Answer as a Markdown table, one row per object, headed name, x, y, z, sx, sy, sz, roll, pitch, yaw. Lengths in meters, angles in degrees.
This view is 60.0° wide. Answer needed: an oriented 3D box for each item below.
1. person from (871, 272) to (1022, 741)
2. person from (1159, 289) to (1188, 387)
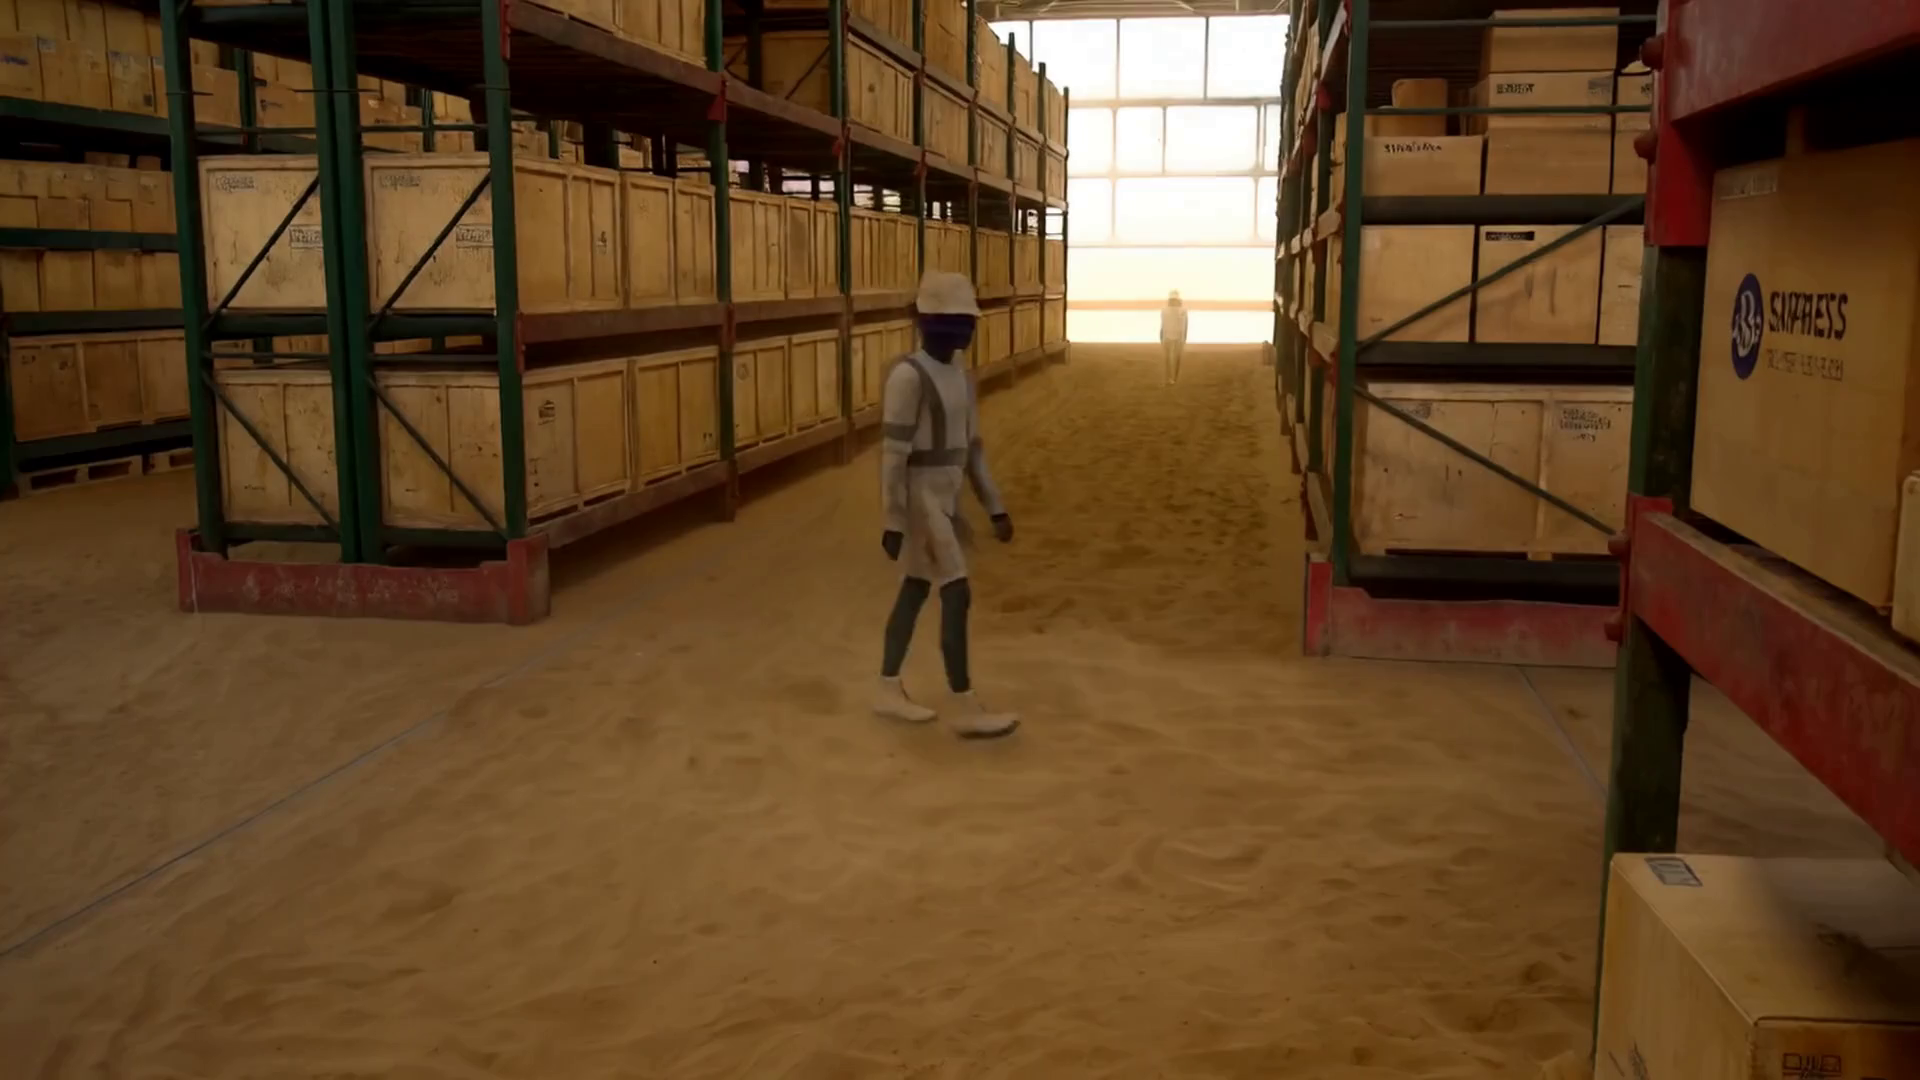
| name | x | y | z | sx | sy | sz | roll | pitch | yaw |
| --- | --- | --- | --- | --- | --- | --- | --- | --- | --- |
| person | -0.032 | -0.140 | 7.240 | 0.906 | 2.012 | 0.613 | 3 | 10 | 20 |
| person | 3.726 | -3.522 | 29.090 | 0.512 | 1.716 | 0.684 | 2 | 9 | 12 |
